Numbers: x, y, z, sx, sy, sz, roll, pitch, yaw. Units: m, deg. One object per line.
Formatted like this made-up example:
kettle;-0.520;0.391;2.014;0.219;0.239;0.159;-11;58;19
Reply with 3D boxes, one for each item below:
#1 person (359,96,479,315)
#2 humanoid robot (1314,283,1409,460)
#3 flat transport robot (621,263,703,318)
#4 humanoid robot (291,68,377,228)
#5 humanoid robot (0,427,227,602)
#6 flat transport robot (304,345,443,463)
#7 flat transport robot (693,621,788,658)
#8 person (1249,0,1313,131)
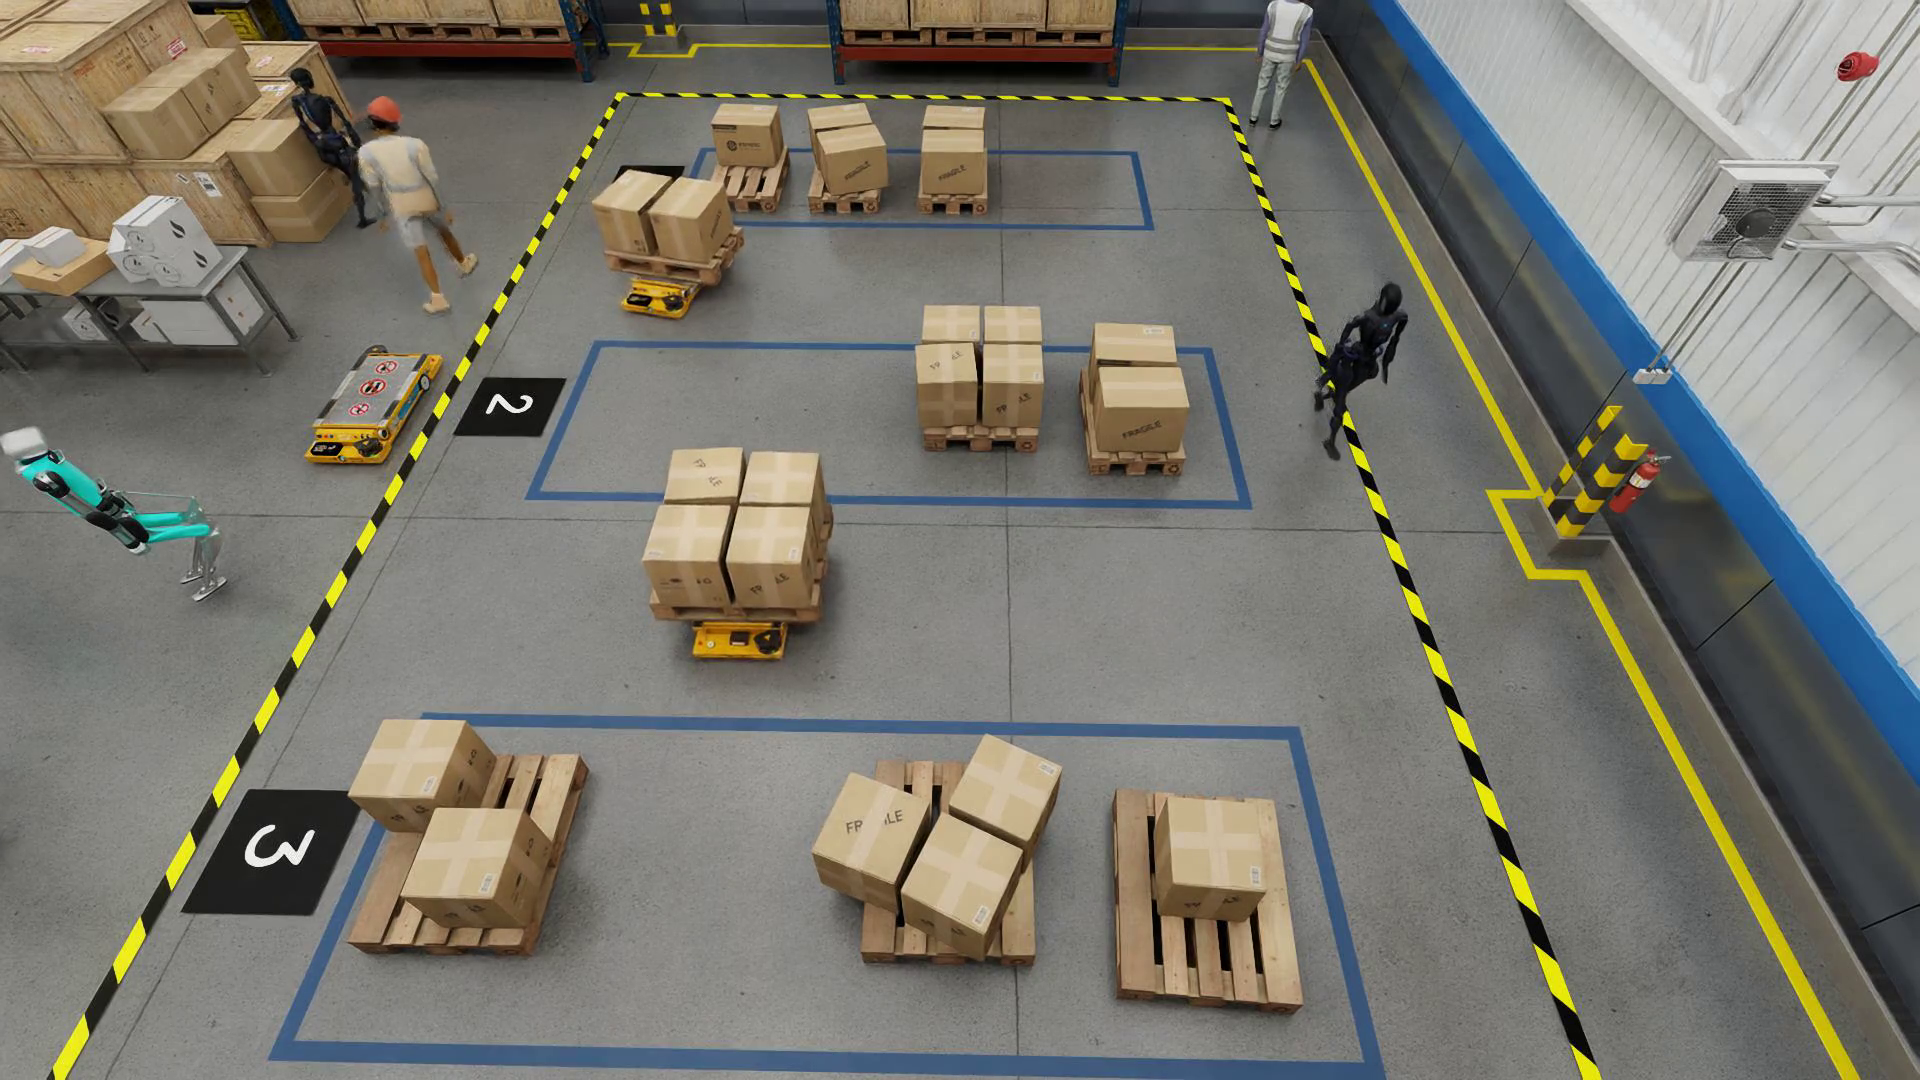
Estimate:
person;-5.386;-3.292;9.046;0.682;1.971;1.007;-18;52;-15
humanoid robot;3.353;-1.529;7.786;0.613;1.637;0.814;-7;50;-6
flat transport robot;-3.011;-2.913;9.814;0.652;0.197;1.431;10;51;9
humanoid robot;-6.899;-4.372;10.170;0.601;1.617;0.801;4;50;3
humanoid robot;-5.792;-0.238;6.516;0.735;1.681;0.533;-37;59;-27
flat transport robot;-5.383;-1.269;8.441;0.659;0.231;1.431;1;50;1
flat transport robot;-1.618;0.267;7.123;0.652;0.197;1.431;1;50;1
person;4.030;-6.112;11.516;0.594;1.827;0.403;22;53;18
